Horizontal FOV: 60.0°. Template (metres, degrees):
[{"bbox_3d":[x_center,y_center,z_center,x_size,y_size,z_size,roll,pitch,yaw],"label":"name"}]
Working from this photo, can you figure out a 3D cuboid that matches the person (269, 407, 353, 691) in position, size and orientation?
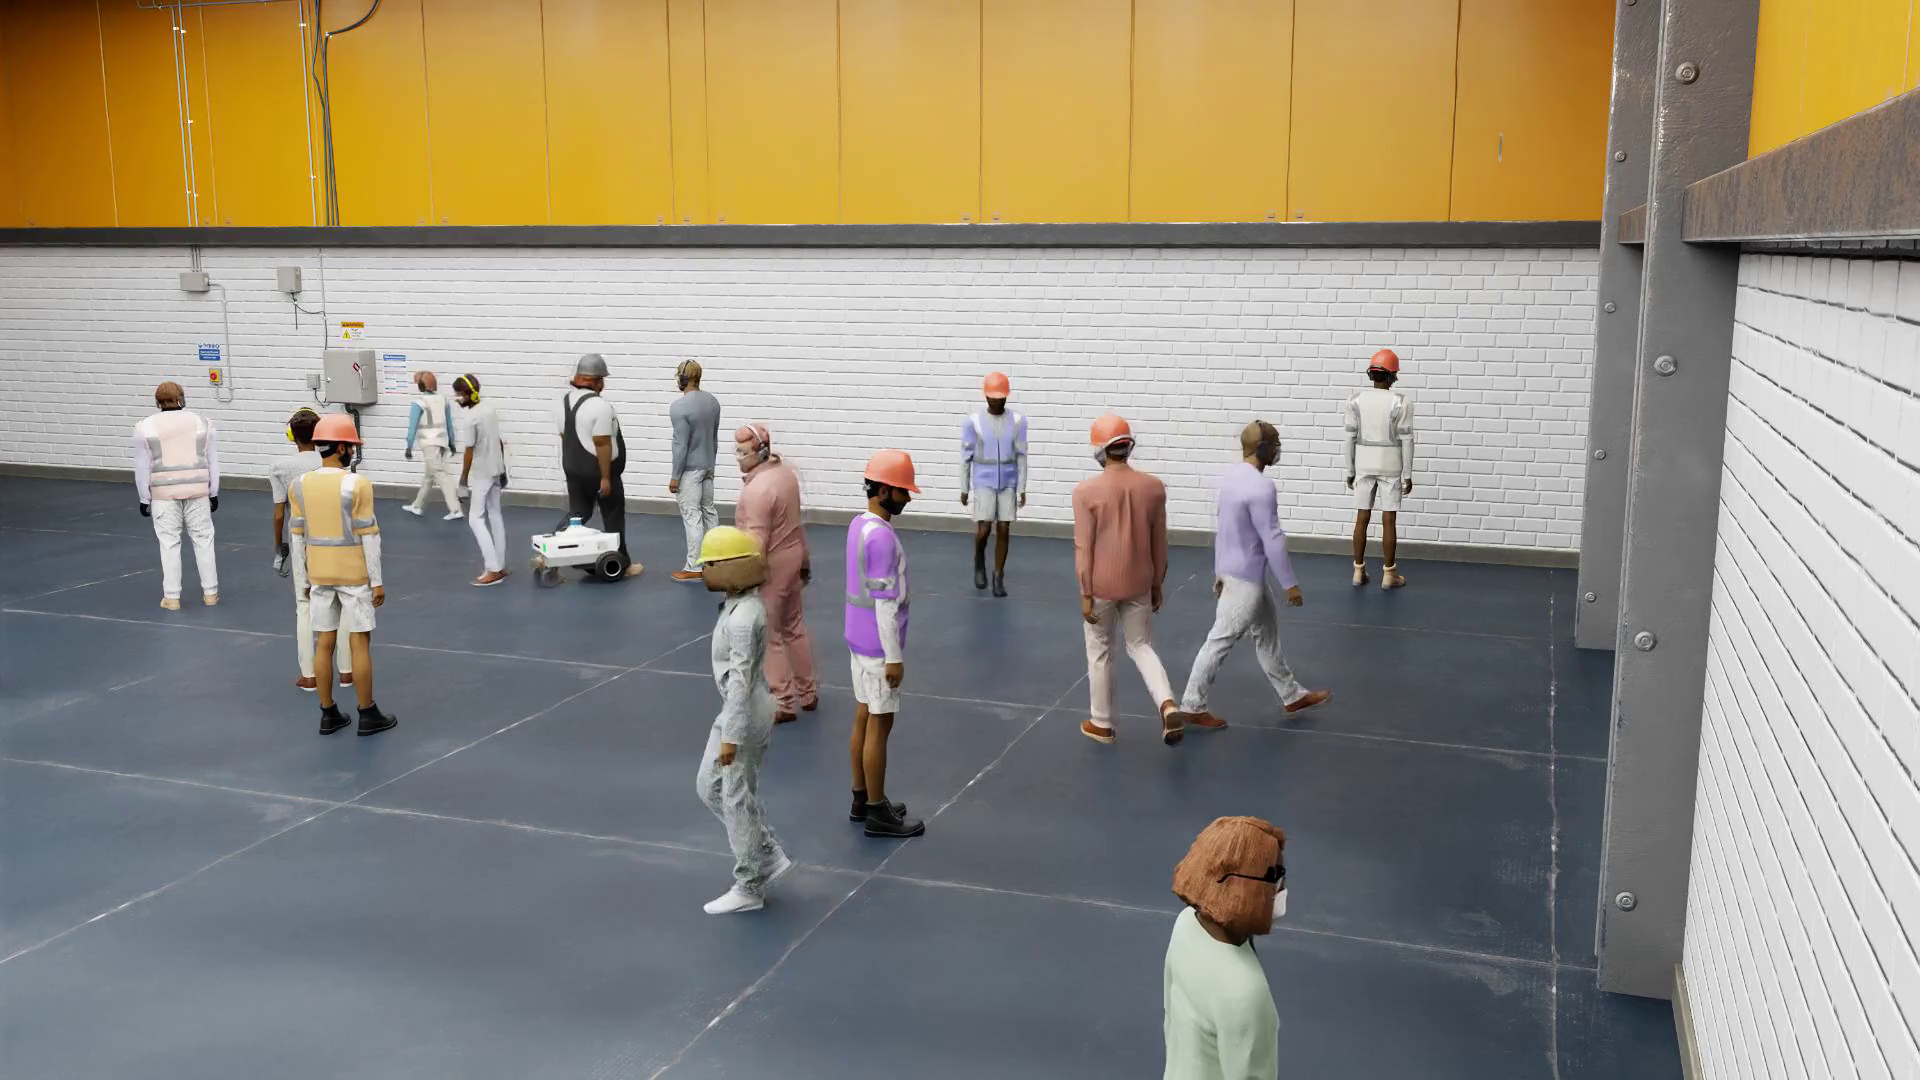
[{"bbox_3d":[-4.254,0.070,10.948,0.543,1.880,0.387,-5,11,-25],"label":"person"}]

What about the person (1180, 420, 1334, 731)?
[{"bbox_3d":[1.785,0.221,10.025,1.037,1.881,0.653,-1,10,-4],"label":"person"}]

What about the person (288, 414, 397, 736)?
[{"bbox_3d":[-3.689,0.213,9.936,0.542,1.930,0.375,2,10,11],"label":"person"}]

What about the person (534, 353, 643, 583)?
[{"bbox_3d":[-3.249,-0.641,14.429,0.684,2.000,0.928,9,13,41],"label":"person"}]

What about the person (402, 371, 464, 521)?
[{"bbox_3d":[-5.656,-1.002,17.721,0.879,1.583,0.531,4,11,22],"label":"person"}]

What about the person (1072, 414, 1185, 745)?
[{"bbox_3d":[0.952,0.262,9.573,0.614,1.963,0.762,-4,11,-20],"label":"person"}]

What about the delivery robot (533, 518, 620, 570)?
[{"bbox_3d":[-3.335,0.050,14.457,0.707,0.478,0.477,-6,12,-30],"label":"delivery robot"}]

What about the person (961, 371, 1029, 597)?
[{"bbox_3d":[0.294,-0.463,13.823,0.547,1.910,0.497,-2,10,-10],"label":"person"}]

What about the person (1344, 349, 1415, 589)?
[{"bbox_3d":[3.586,-0.605,14.224,0.605,2.044,0.374,6,12,32],"label":"person"}]

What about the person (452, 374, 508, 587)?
[{"bbox_3d":[-4.125,-0.532,14.434,0.330,1.832,0.658,3,10,15],"label":"person"}]

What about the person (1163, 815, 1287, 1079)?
[{"bbox_3d":[0.614,1.432,3.904,0.286,1.631,0.502,-2,10,-10],"label":"person"}]

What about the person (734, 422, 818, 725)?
[{"bbox_3d":[-1.137,0.192,10.232,0.444,1.870,0.802,3,10,15],"label":"person"}]

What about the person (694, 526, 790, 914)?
[{"bbox_3d":[-0.990,0.788,7.255,0.358,1.717,0.519,-2,10,-13],"label":"person"}]

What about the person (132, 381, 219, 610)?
[{"bbox_3d":[-6.302,-0.357,13.411,0.623,1.838,0.430,-7,12,-35],"label":"person"}]

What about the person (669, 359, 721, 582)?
[{"bbox_3d":[-2.325,-0.601,14.494,0.373,1.940,0.629,5,11,24],"label":"person"}]

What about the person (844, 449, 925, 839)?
[{"bbox_3d":[-0.378,0.508,8.278,0.382,1.927,0.542,-3,10,-16],"label":"person"}]
